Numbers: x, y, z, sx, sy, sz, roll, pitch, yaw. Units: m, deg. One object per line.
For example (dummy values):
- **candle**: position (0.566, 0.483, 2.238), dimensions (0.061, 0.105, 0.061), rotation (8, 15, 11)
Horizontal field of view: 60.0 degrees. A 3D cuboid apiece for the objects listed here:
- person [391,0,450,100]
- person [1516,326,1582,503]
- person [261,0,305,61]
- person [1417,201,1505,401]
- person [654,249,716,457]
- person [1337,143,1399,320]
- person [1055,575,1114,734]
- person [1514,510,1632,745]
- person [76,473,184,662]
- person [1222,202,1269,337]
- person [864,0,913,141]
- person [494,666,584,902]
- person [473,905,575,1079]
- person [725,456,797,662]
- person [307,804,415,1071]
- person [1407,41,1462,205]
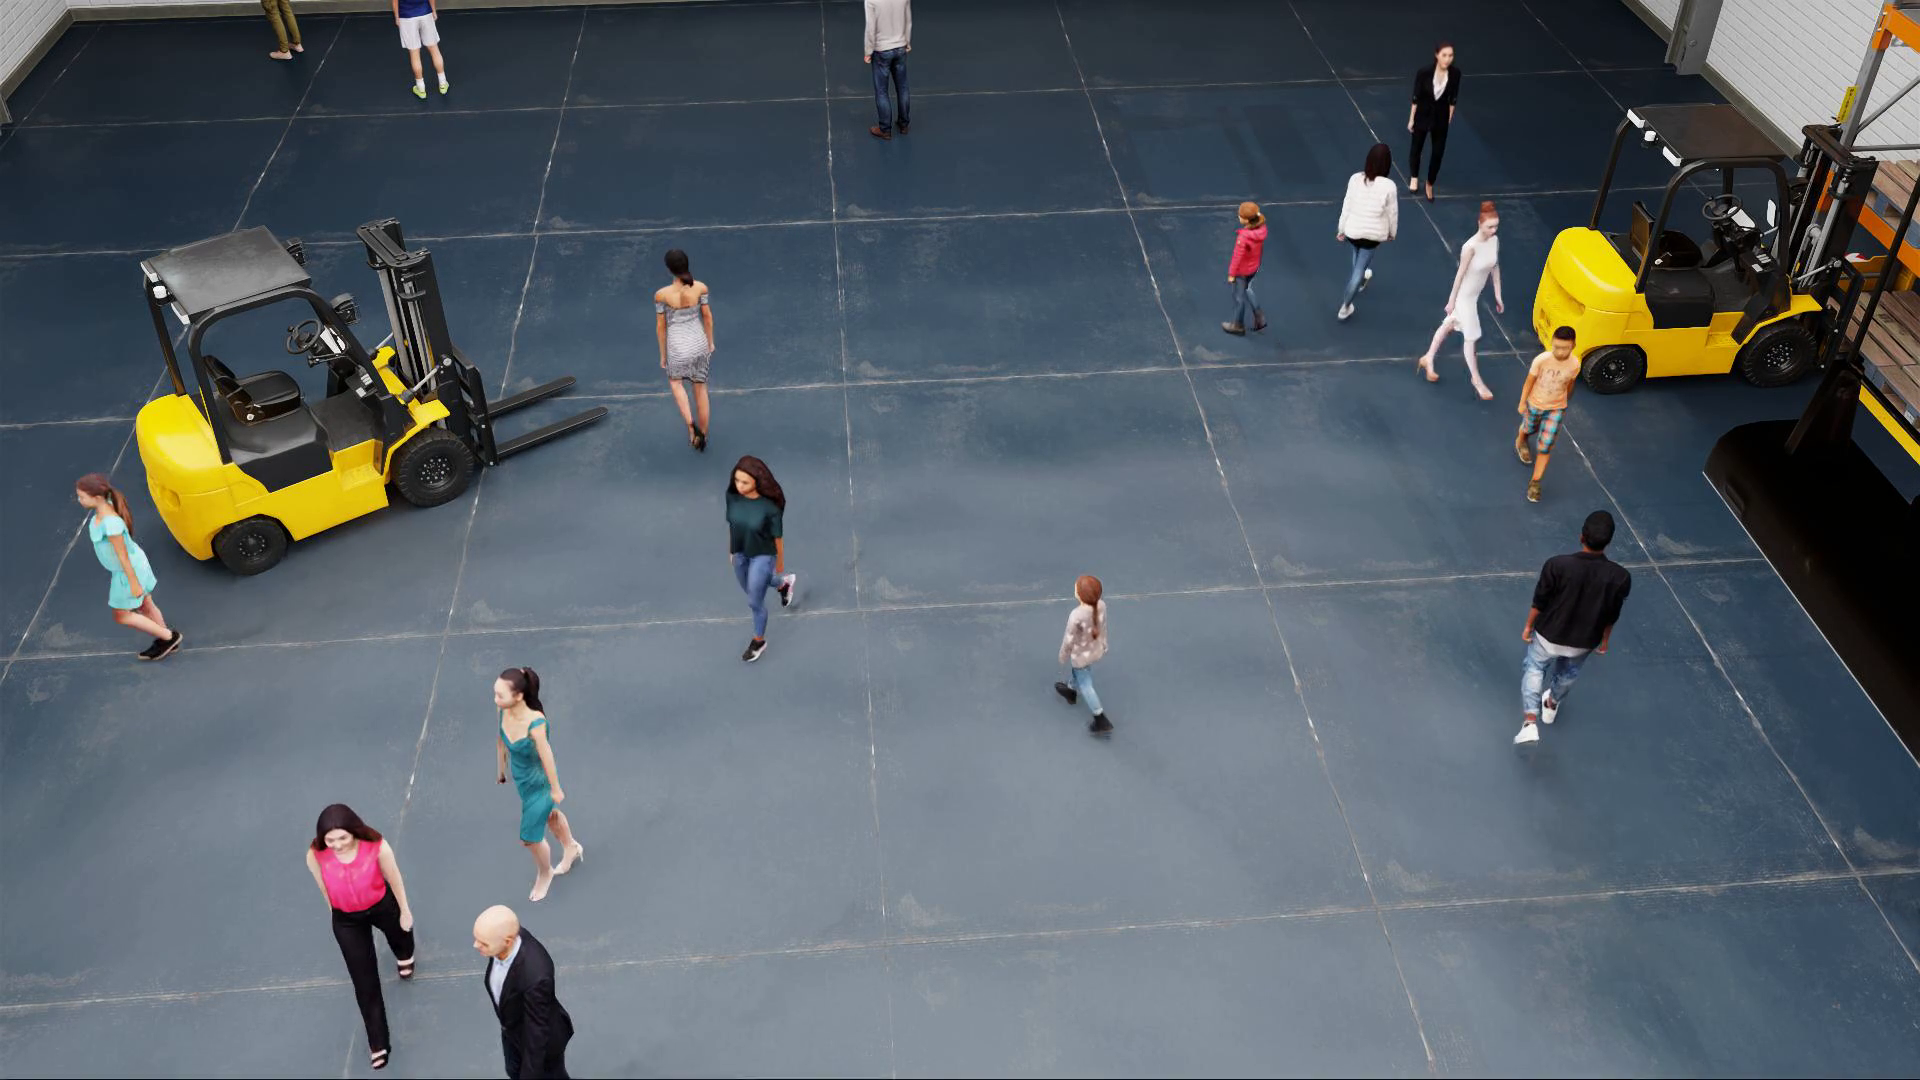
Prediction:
- **person**: position (-6.111, -5.896, 18.668), dimensions (0.713, 1.839, 0.698), rotation (-19, 42, -22)
- **person**: position (4.573, -1.089, 12.980), dimensions (0.748, 1.425, 1.093), rotation (7, 39, 8)
- **person**: position (-8.108, -6.585, 19.553), dimensions (0.817, 1.812, 0.671), rotation (13, 40, 16)
- **person**: position (4.159, -2.048, 13.910), dimensions (0.902, 1.763, 1.019), rotation (-30, 47, -32)
- **person**: position (-2.114, -1.414, 13.079), dimensions (0.701, 1.810, 0.692), rotation (-14, 41, -17)
- **person**: position (3.611, -2.728, 14.898), dimensions (1.024, 1.593, 1.145), rotation (22, 43, 25)
- **person**: position (0.848, 0.752, 10.875), dimensions (0.771, 1.175, 0.905), rotation (-28, 46, -30)
- **person**: position (3.860, 0.605, 10.564), dimensions (0.911, 1.793, 1.086), rotation (10, 40, 12)
- **person**: position (-5.569, 0.177, 11.294), dimensions (0.715, 1.551, 0.625), rotation (-19, 42, -22)
- **person**: position (2.582, -2.354, 14.665), dimensions (0.765, 1.300, 0.701), rotation (31, 48, 32)
- **person**: position (-0.769, -5.253, 17.807), dimensions (0.838, 1.908, 0.821), rotation (-22, 44, -26)
- **person**: position (-2.412, 1.362, 9.715), dimensions (0.750, 1.669, 0.810), rotation (29, 47, 31)
- **person**: position (-2.090, 2.424, 8.288), dimensions (0.889, 1.792, 0.816), rotation (-32, 48, -33)
- **person**: position (-1.359, 0.054, 11.410), dimensions (0.894, 1.599, 1.023), rotation (19, 42, 22)
- **person**: position (-3.191, 1.971, 9.008), dimensions (0.738, 1.602, 1.177), rotation (-10, 40, -13)
- **person**: position (4.734, -4.272, 16.791), dimensions (0.682, 1.644, 0.747), rotation (5, 39, 6)
